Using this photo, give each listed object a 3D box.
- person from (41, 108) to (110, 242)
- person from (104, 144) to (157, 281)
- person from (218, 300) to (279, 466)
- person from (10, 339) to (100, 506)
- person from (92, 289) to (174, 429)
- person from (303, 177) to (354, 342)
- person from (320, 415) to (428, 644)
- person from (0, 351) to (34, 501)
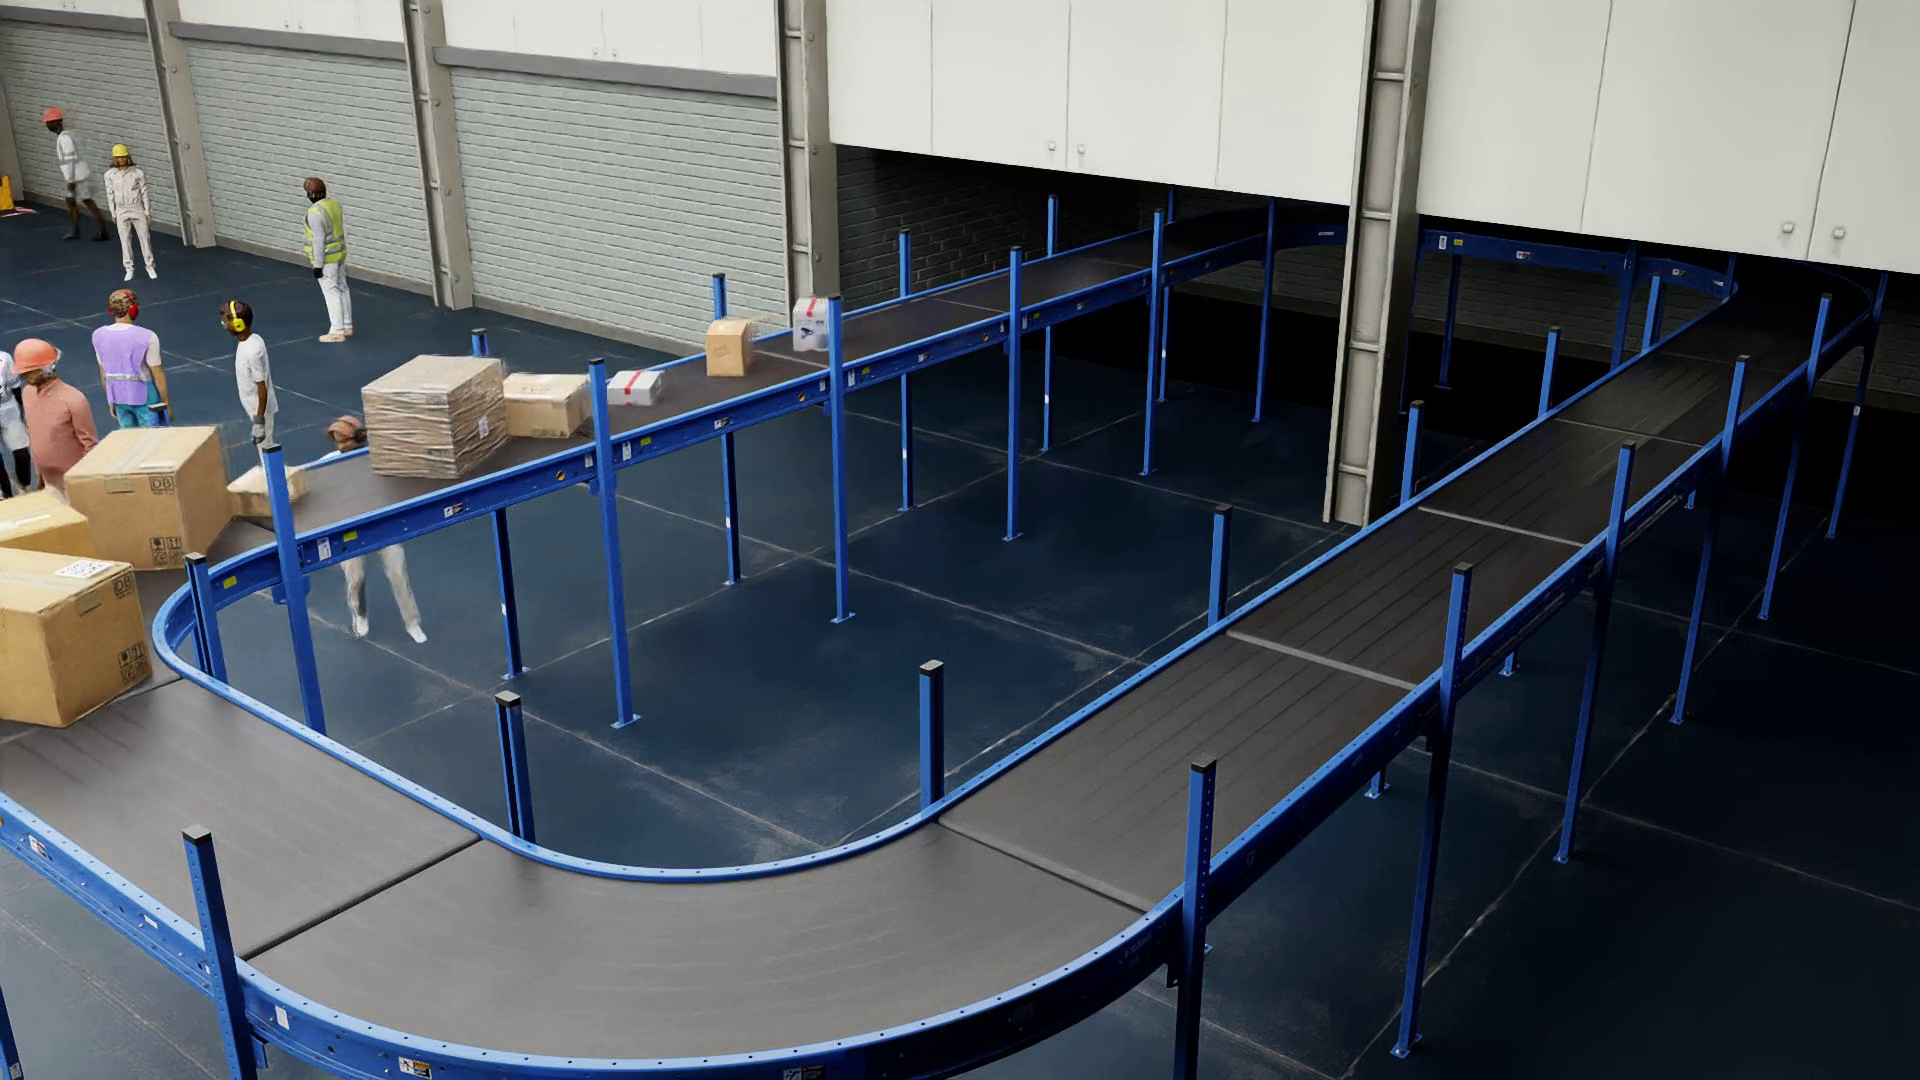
[{"bbox_3d":[-12.734,-5.222,23.892,0.665,1.903,0.556,-15,26,-33],"label":"person"},{"bbox_3d":[-10.784,-4.258,21.624,0.491,1.746,0.285,-9,23,-21],"label":"person"},{"bbox_3d":[-5.558,-0.983,13.146,0.327,1.865,0.521,-9,23,-22],"label":"person"},{"bbox_3d":[-6.247,-0.444,11.612,0.613,1.985,0.402,10,23,23],"label":"person"},{"bbox_3d":[-6.697,-1.115,13.522,0.561,1.836,0.394,3,22,8],"label":"person"},{"bbox_3d":[-7.114,-3.147,18.677,0.430,1.840,0.623,1,22,4],"label":"person"},{"bbox_3d":[-3.968,-0.084,11.177,0.536,1.619,0.458,-9,23,-23],"label":"person"},{"bbox_3d":[-7.705,-0.930,13.262,0.558,1.667,0.398,-18,28,-39],"label":"person"}]
